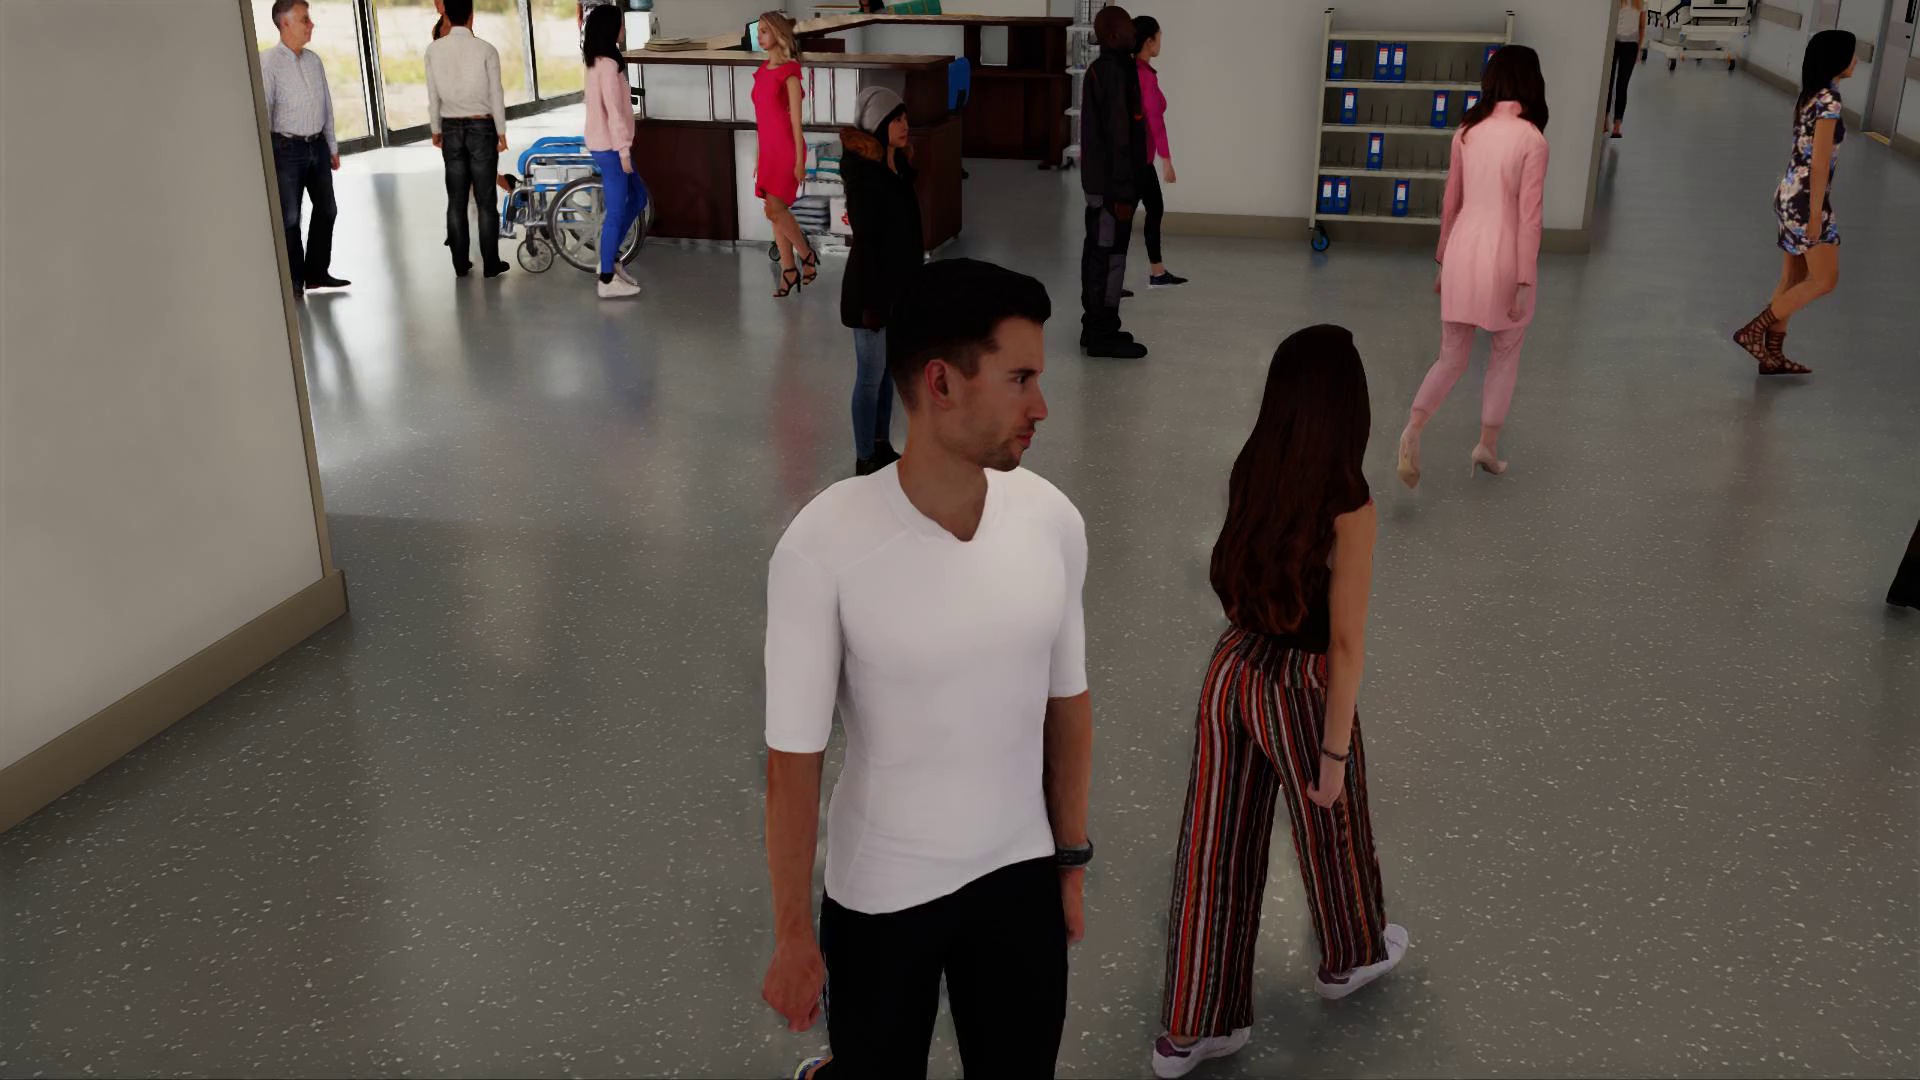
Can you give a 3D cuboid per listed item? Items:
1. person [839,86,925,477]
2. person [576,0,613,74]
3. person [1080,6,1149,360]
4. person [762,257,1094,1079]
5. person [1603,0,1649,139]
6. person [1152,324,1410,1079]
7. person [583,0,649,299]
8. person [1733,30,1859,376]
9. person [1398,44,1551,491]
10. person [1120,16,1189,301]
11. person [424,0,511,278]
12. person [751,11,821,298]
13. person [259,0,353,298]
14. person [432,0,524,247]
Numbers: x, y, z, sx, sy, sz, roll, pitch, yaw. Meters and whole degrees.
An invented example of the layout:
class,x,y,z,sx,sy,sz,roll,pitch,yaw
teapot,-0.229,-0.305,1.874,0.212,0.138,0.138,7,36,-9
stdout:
class,x,y,z,sx,sy,sz,roll,pitch,yaw
person,-0.323,-1.033,6.852,0.601,1.633,0.630,7,22,17
person,-4.049,-5.455,18.312,1.013,1.786,0.754,3,21,8
person,0.790,-1.918,8.915,0.745,1.826,0.780,-2,21,-6
person,-0.074,0.492,2.565,1.141,1.817,1.172,-9,23,-23
person,6.878,-5.110,17.424,1.129,1.768,0.685,6,22,15
person,0.586,0.369,3.307,0.948,1.522,0.966,-14,25,-33
person,-2.223,-2.355,10.173,0.798,1.754,0.778,-7,22,-17
person,4.191,-1.671,8.407,0.648,1.725,0.628,4,21,12
person,2.039,-1.015,6.608,1.118,1.773,1.040,19,28,41
person,0.973,-2.284,10.091,0.975,1.678,0.810,-3,21,-8
person,-3.204,-2.630,10.828,0.584,1.804,0.767,1,21,3
person,-1.020,-2.361,10.244,0.823,1.715,0.767,-15,26,-35
person,-4.076,-2.408,10.235,0.707,1.808,0.790,14,25,32
person,-3.496,-3.019,11.836,0.996,1.816,0.850,13,25,31
